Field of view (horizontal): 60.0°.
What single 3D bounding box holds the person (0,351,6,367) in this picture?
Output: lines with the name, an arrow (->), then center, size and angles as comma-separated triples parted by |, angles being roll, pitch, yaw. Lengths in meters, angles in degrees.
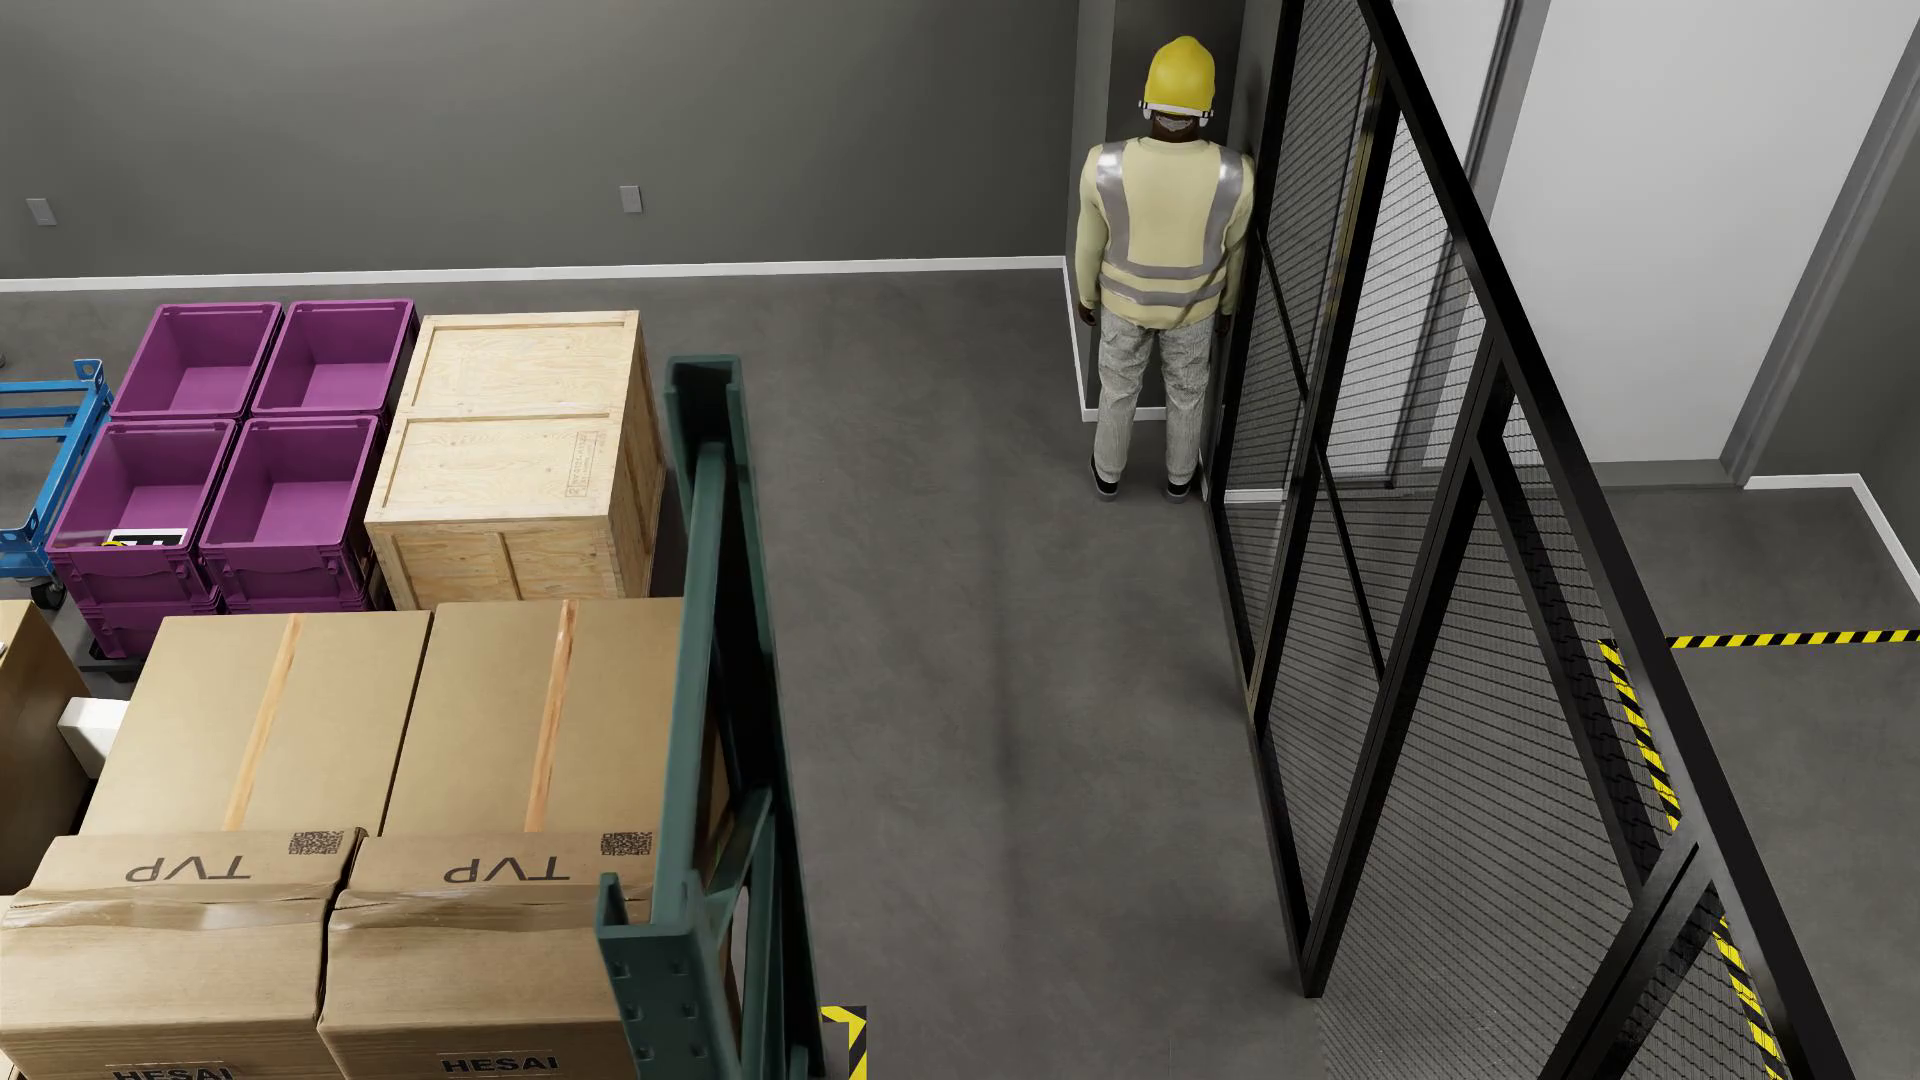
person -> -4.038, -1.267, 5.967 | 0.372, 1.940, 0.632 | -4, 46, -3

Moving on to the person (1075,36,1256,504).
person -> 0.679, -0.854, 5.644 | 0.586, 1.833, 0.404 | 4, 46, 4
